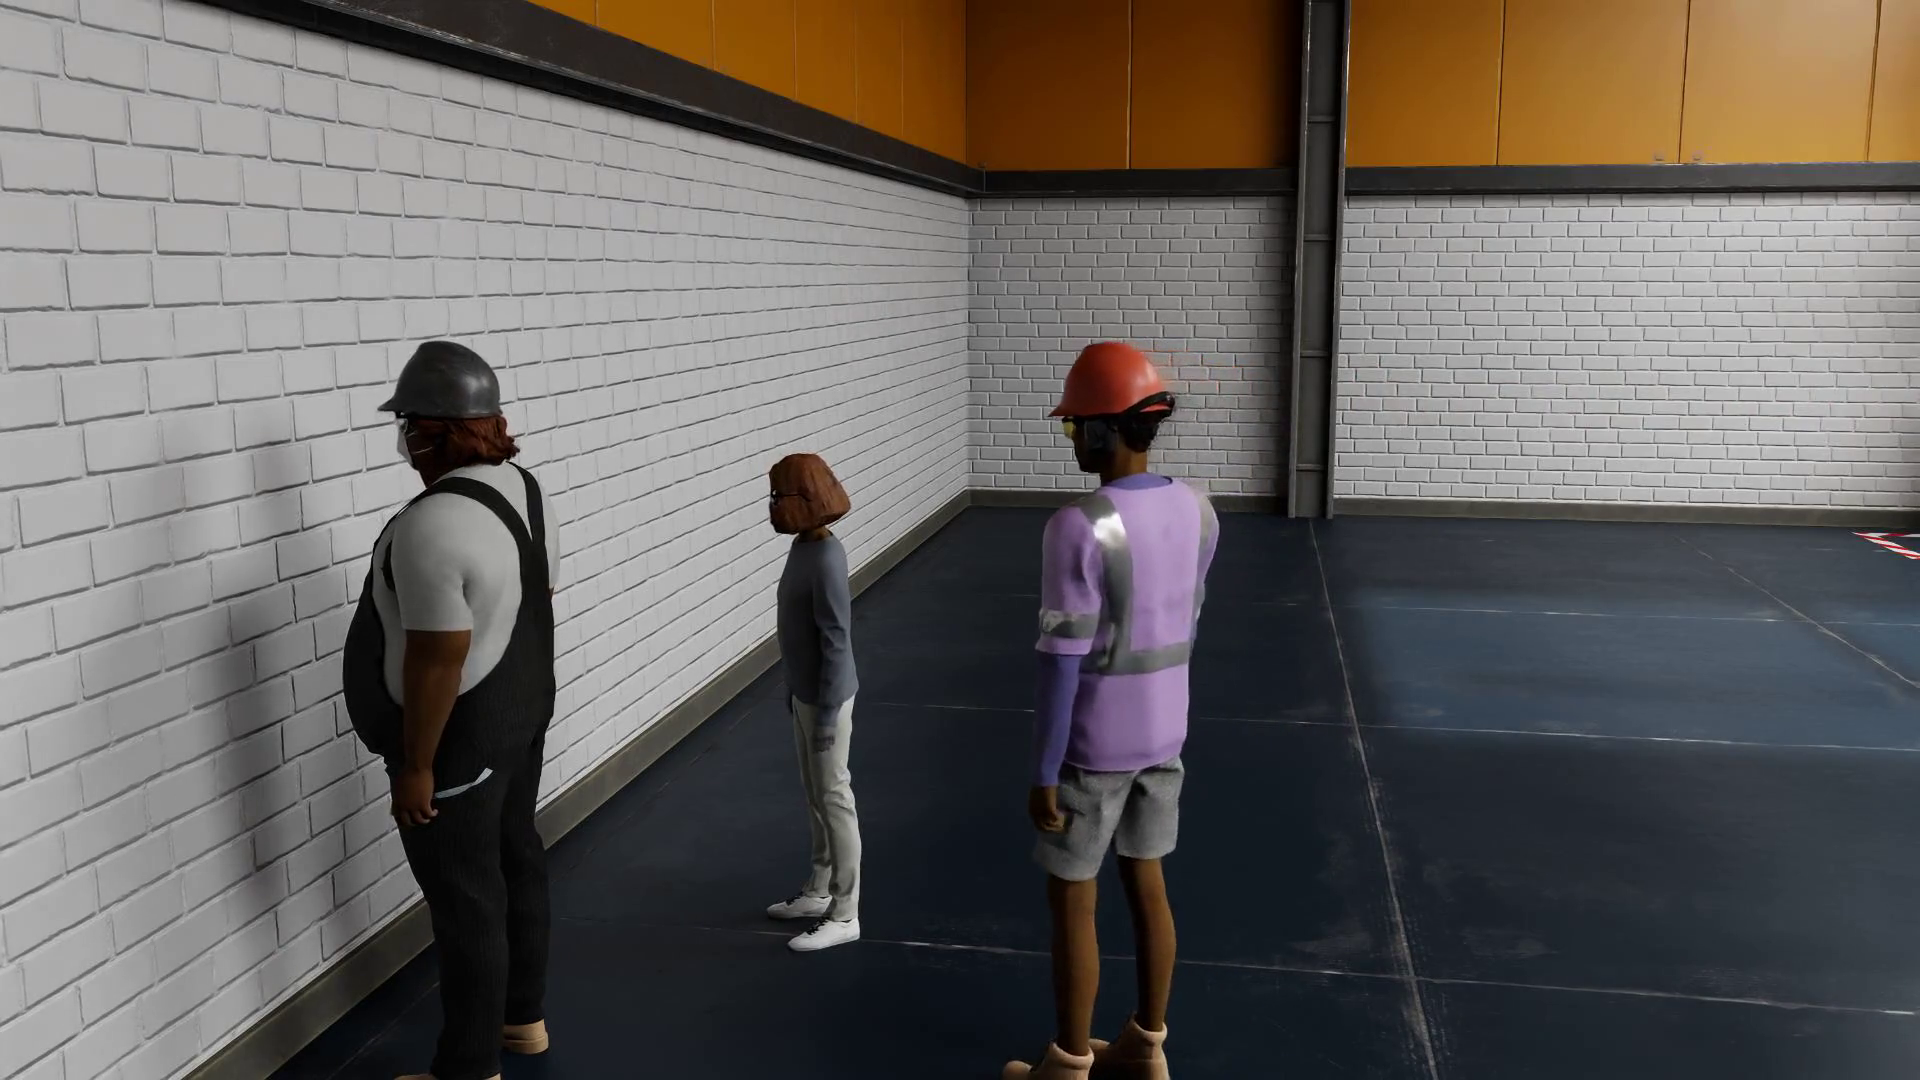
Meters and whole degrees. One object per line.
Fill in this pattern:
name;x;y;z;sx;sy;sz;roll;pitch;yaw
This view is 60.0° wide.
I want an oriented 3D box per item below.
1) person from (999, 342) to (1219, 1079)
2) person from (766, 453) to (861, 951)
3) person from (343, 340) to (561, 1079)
person;0.385;0.506;4.356;0.614;2.041;0.415;-9;13;-43
person;-0.482;0.527;5.477;0.286;1.632;0.500;-3;10;-15
person;-1.366;0.489;4.448;0.538;2.000;0.684;1;9;8
